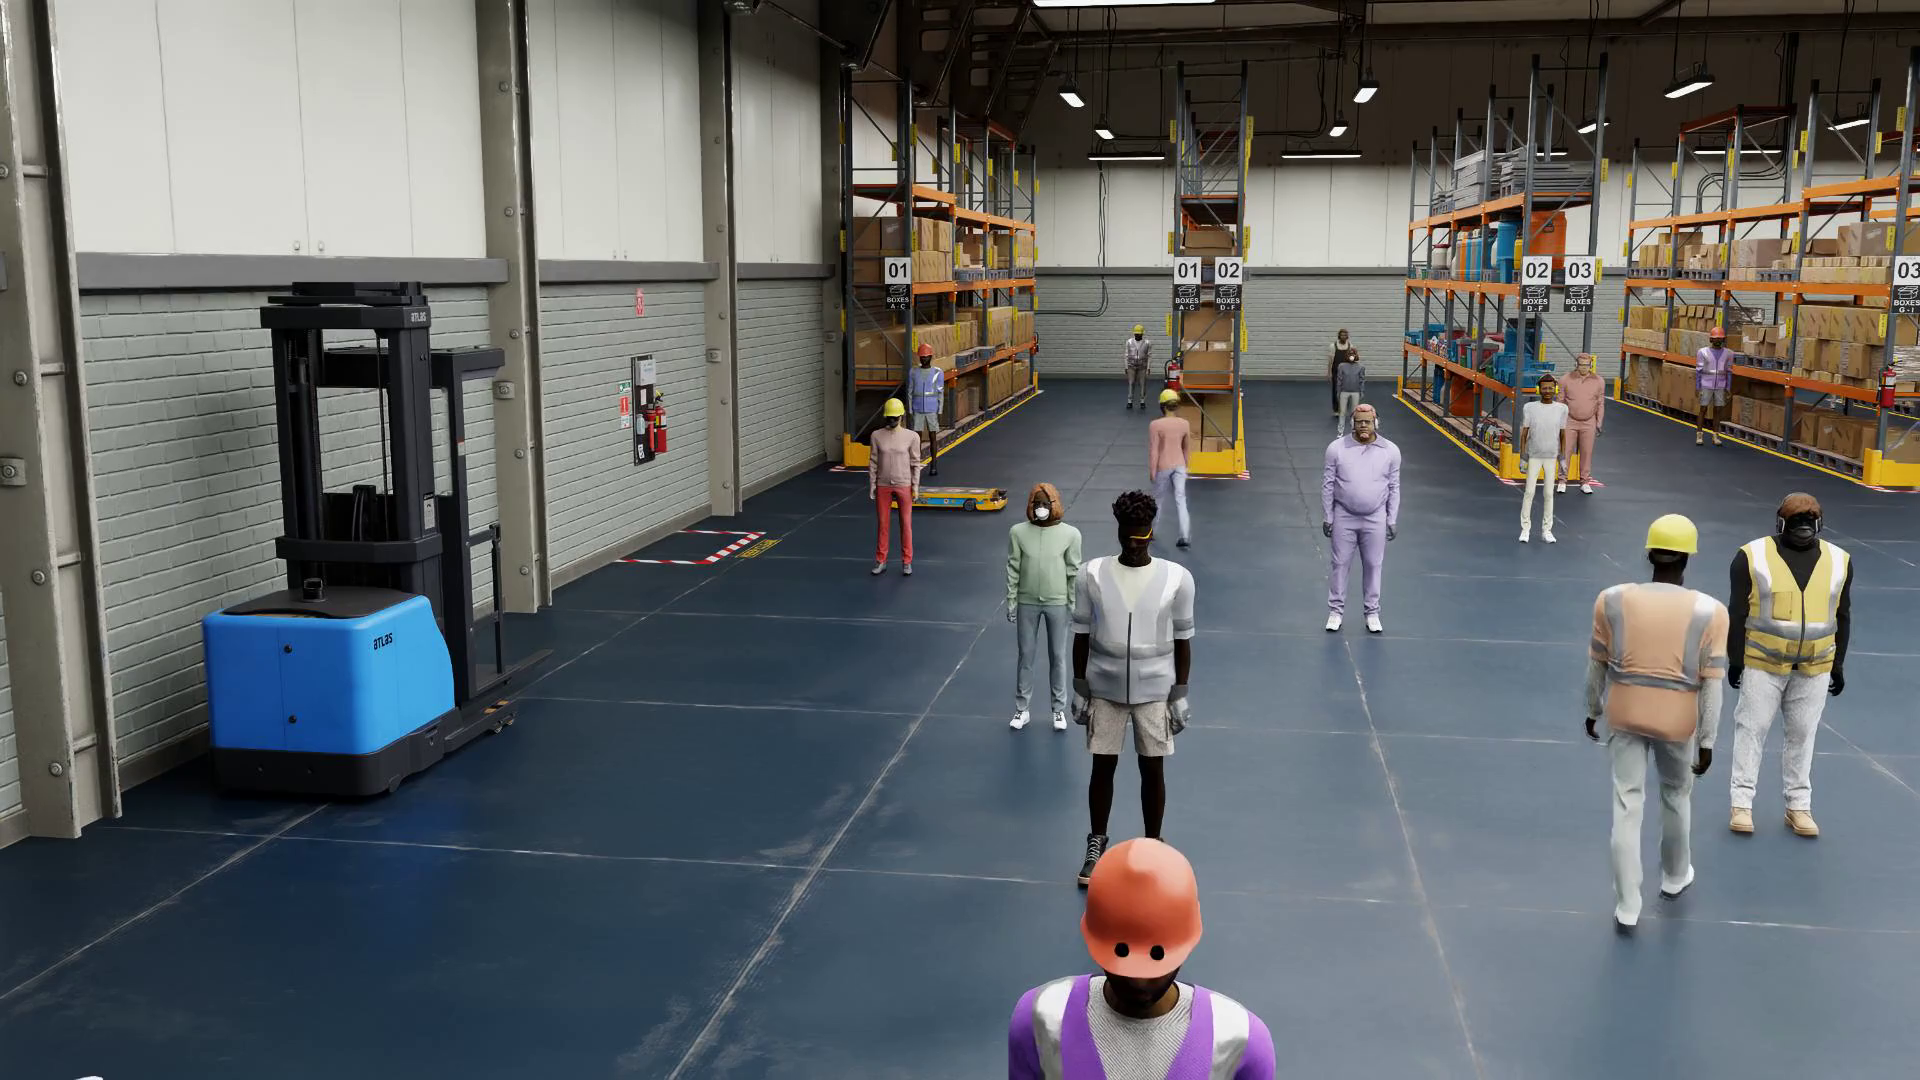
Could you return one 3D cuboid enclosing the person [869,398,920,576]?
[{"bbox_3d":[-0.655,-0.531,16.503,0.522,1.763,0.320,2,9,9],"label":"person"}]

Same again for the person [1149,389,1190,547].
[{"bbox_3d":[2.302,-0.798,18.285,0.545,1.715,0.924,-3,10,-20],"label":"person"}]

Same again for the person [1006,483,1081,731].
[{"bbox_3d":[0.545,0.434,10.943,0.497,1.633,0.284,2,9,9],"label":"person"}]

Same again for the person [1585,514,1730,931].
[{"bbox_3d":[3.250,0.813,7.794,0.612,1.890,0.892,5,10,28],"label":"person"}]

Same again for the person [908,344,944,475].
[{"bbox_3d":[-0.511,-1.933,24.607,0.542,1.938,0.357,2,9,9],"label":"person"}]

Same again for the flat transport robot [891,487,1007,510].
[{"bbox_3d":[-0.145,-0.540,21.271,1.431,0.197,0.652,1,9,9],"label":"flat transport robot"}]

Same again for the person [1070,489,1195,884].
[{"bbox_3d":[0.834,0.727,8.132,0.602,1.960,0.368,2,9,9],"label":"person"}]

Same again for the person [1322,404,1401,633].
[{"bbox_3d":[3.344,-0.181,13.899,0.640,1.909,0.409,2,9,9],"label":"person"}]

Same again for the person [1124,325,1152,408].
[{"bbox_3d":[3.900,-3.807,36.512,0.586,1.825,0.403,2,9,9],"label":"person"}]

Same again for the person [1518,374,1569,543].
[{"bbox_3d":[6.476,-0.906,18.481,0.508,1.872,0.329,2,9,9],"label":"person"}]

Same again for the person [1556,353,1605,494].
[{"bbox_3d":[8.396,-1.580,22.549,0.648,1.904,0.403,2,9,9],"label":"person"}]

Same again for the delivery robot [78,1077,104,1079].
[{"bbox_3d":[-2.663,1.893,5.101,0.707,0.478,0.477,-4,10,-24],"label":"delivery robot"}]

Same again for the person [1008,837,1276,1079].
[{"bbox_3d":[0.344,1.518,3.341,0.542,1.931,0.366,2,9,9],"label":"person"}]

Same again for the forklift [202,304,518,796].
[{"bbox_3d":[-3.673,-0.038,10.147,1.129,2.768,1.873,1,9,9],"label":"forklift"}]

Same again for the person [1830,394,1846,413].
[{"bbox_3d":[18.714,-3.594,35.199,0.586,1.825,0.403,2,9,9],"label":"person"}]

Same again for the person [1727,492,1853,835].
[{"bbox_3d":[4.430,0.661,8.905,0.624,1.844,0.429,2,9,9],"label":"person"}]

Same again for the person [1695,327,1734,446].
[{"bbox_3d":[13.024,-2.655,28.736,0.606,2.044,0.374,2,9,9],"label":"person"}]

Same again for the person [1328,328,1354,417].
[{"bbox_3d":[7.821,-3.426,34.174,0.536,1.826,0.608,1,9,3],"label":"person"}]

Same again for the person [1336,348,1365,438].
[{"bbox_3d":[7.015,-2.639,29.895,0.497,1.633,0.284,2,9,9],"label":"person"}]

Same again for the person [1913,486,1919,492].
[{"bbox_3d":[13.564,-1.644,22.638,0.905,2.000,0.684,2,9,11],"label":"person"}]
